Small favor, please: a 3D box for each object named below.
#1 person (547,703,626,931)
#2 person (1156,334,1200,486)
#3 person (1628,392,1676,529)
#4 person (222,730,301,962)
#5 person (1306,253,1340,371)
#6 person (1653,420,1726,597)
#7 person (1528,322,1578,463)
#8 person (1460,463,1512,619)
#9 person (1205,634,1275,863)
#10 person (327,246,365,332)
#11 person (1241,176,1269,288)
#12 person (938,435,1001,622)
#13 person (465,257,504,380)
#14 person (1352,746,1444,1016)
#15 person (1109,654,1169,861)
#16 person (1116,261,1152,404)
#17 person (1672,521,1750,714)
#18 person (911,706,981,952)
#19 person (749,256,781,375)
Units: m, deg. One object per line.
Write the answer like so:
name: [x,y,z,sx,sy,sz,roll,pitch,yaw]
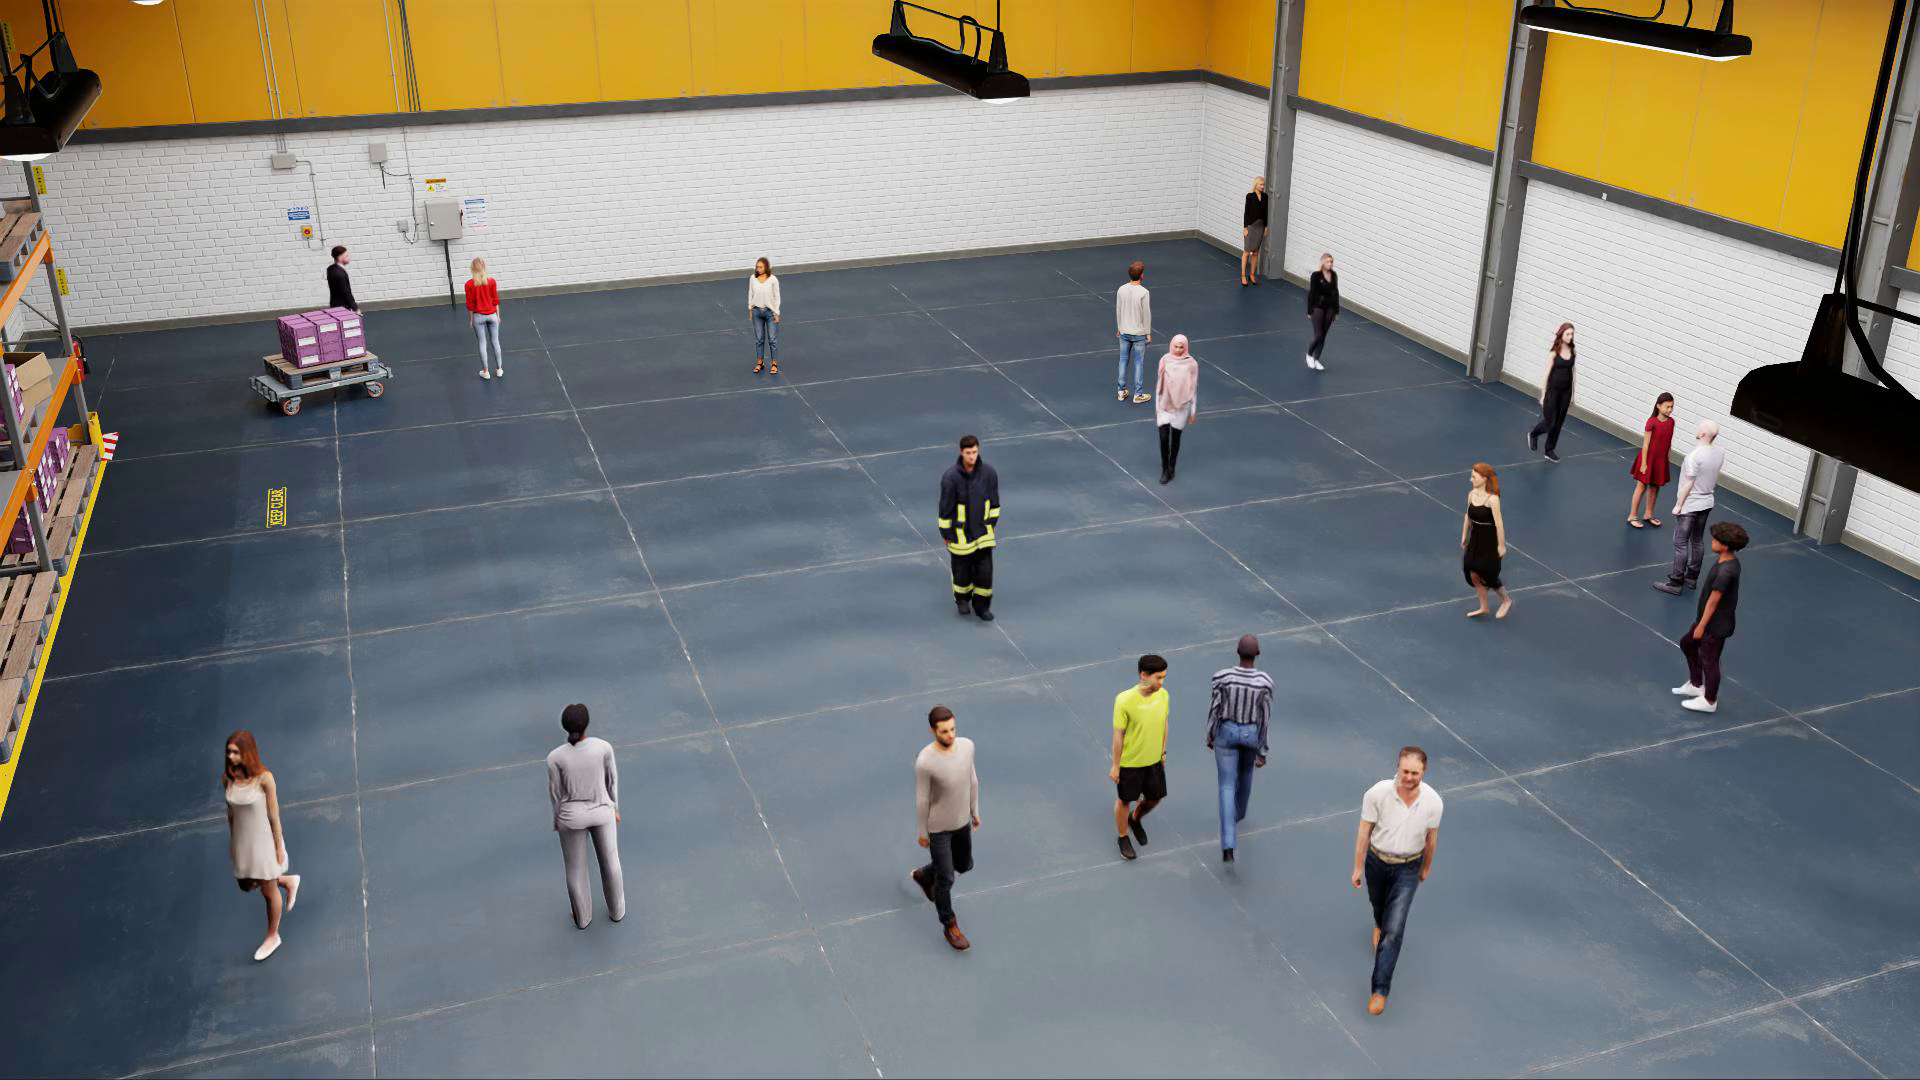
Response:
person: [-2.614,1.928,11.654,0.618,1.737,0.523,-8,25,-18]
person: [2.531,-1.571,19.600,0.853,1.784,0.933,5,24,11]
person: [7.661,-0.899,18.354,0.525,1.551,0.588,-8,25,-18]
person: [-4.792,2.030,11.466,0.829,1.700,0.958,5,24,12]
person: [5.088,-3.256,23.587,0.619,1.677,0.577,-10,25,-21]
person: [7.391,-0.345,16.733,0.705,1.832,0.658,-14,27,-29]
person: [7.216,-1.821,20.233,0.572,1.736,0.705,-8,25,-18]
person: [5.151,0.030,16.177,0.671,1.592,0.665,-13,27,-28]
person: [2.076,1.583,12.420,0.926,1.754,1.212,1,24,2]
person: [-8.743,-3.195,23.274,0.774,1.815,0.802,-12,27,-26]
person: [4.886,-5.144,27.703,0.620,1.840,0.557,-10,26,-22]
person: [0.068,-0.168,16.233,0.827,1.909,0.845,-6,24,-14]
person: [-6.628,-3.099,23.194,0.643,1.705,0.554,-12,26,-26]
person: [2.898,2.122,11.116,1.226,1.813,1.305,10,25,21]
person: [1.306,1.582,12.504,0.667,1.690,0.647,-8,25,-17]
person: [2.316,-2.777,22.207,0.724,1.904,0.821,15,28,31]
person: [6.640,0.693,14.441,0.813,1.767,0.746,9,25,19]
person: [-0.136,1.929,11.515,0.852,1.846,1.040,-18,29,-35]
person: [-2.739,-3.190,23.436,0.703,1.677,0.732,7,24,15]
